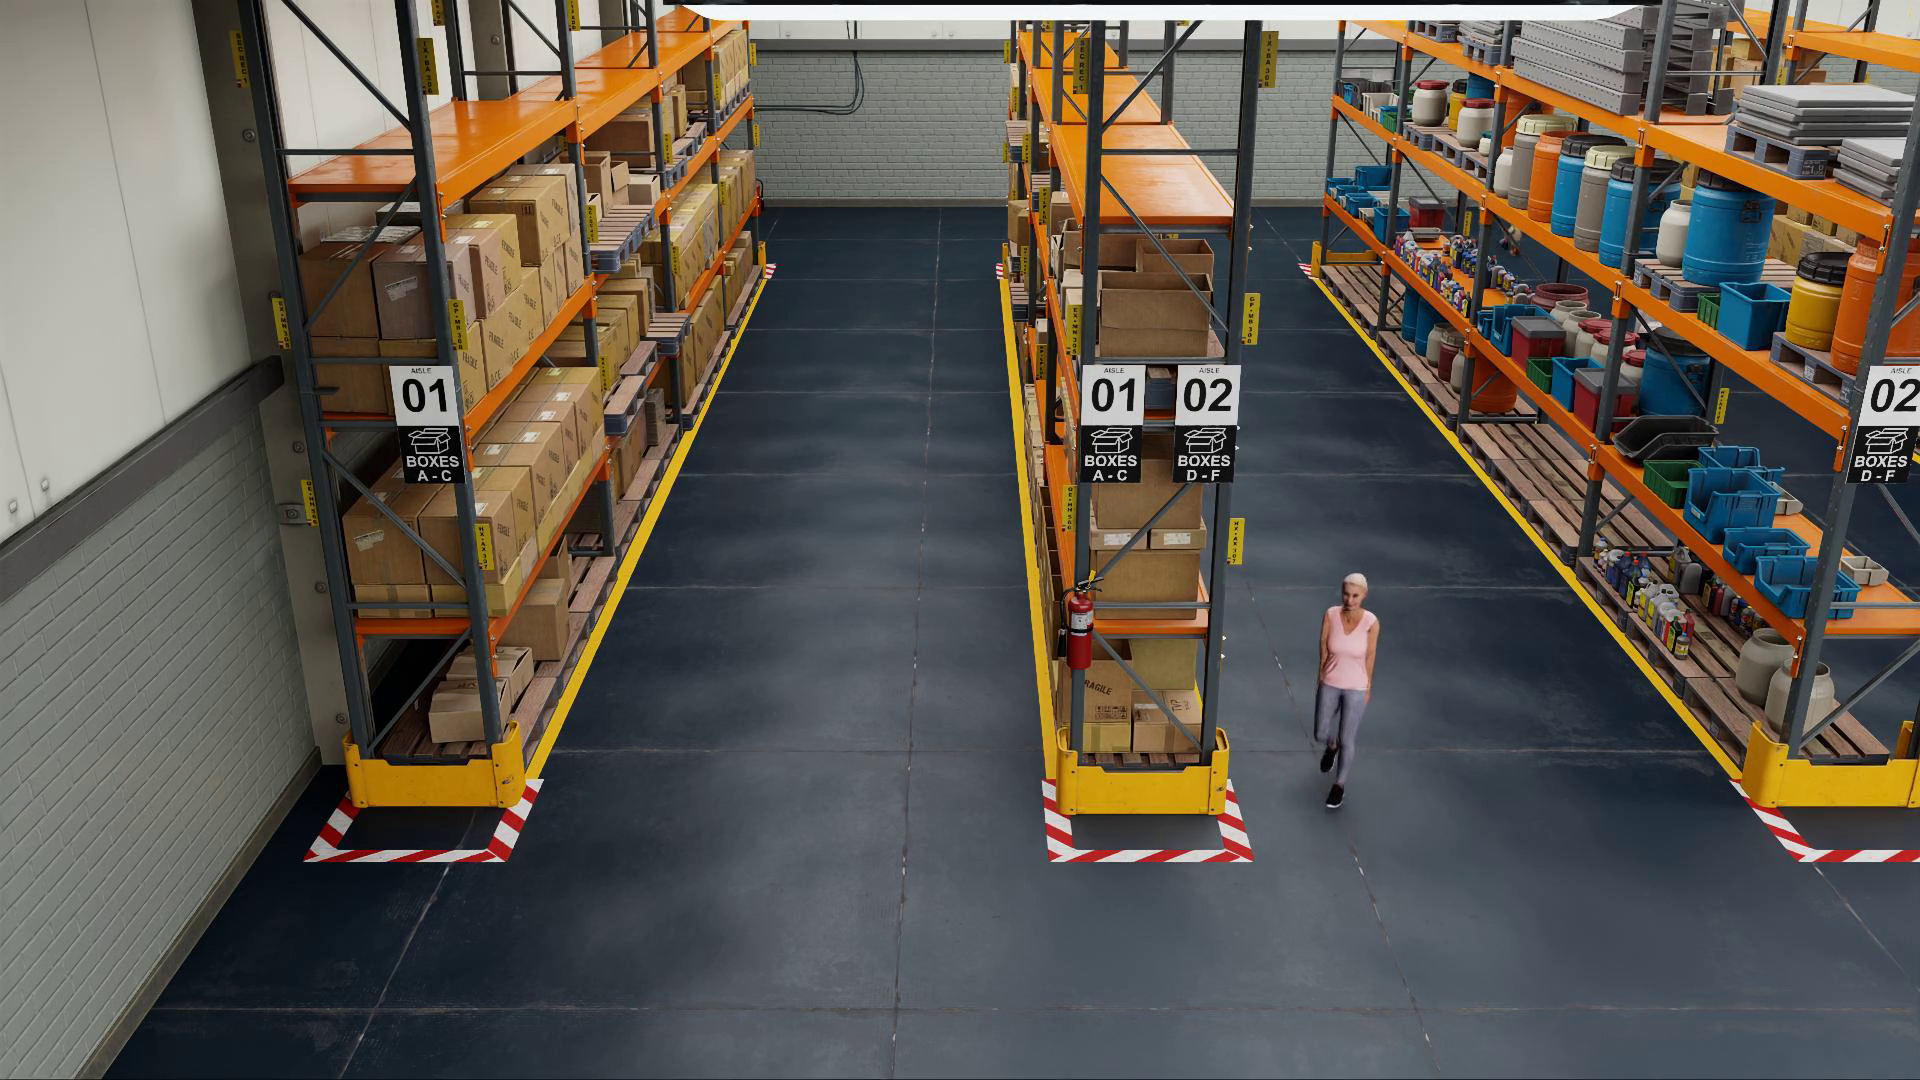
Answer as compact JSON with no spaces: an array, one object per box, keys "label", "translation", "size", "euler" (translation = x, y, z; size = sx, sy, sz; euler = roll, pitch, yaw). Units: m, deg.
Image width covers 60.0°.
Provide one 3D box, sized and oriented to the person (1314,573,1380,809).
[{"label":"person","translation":[2.681,0.986,11.518],"size":[0.737,1.715,0.882],"euler":[10,24,24]}]
